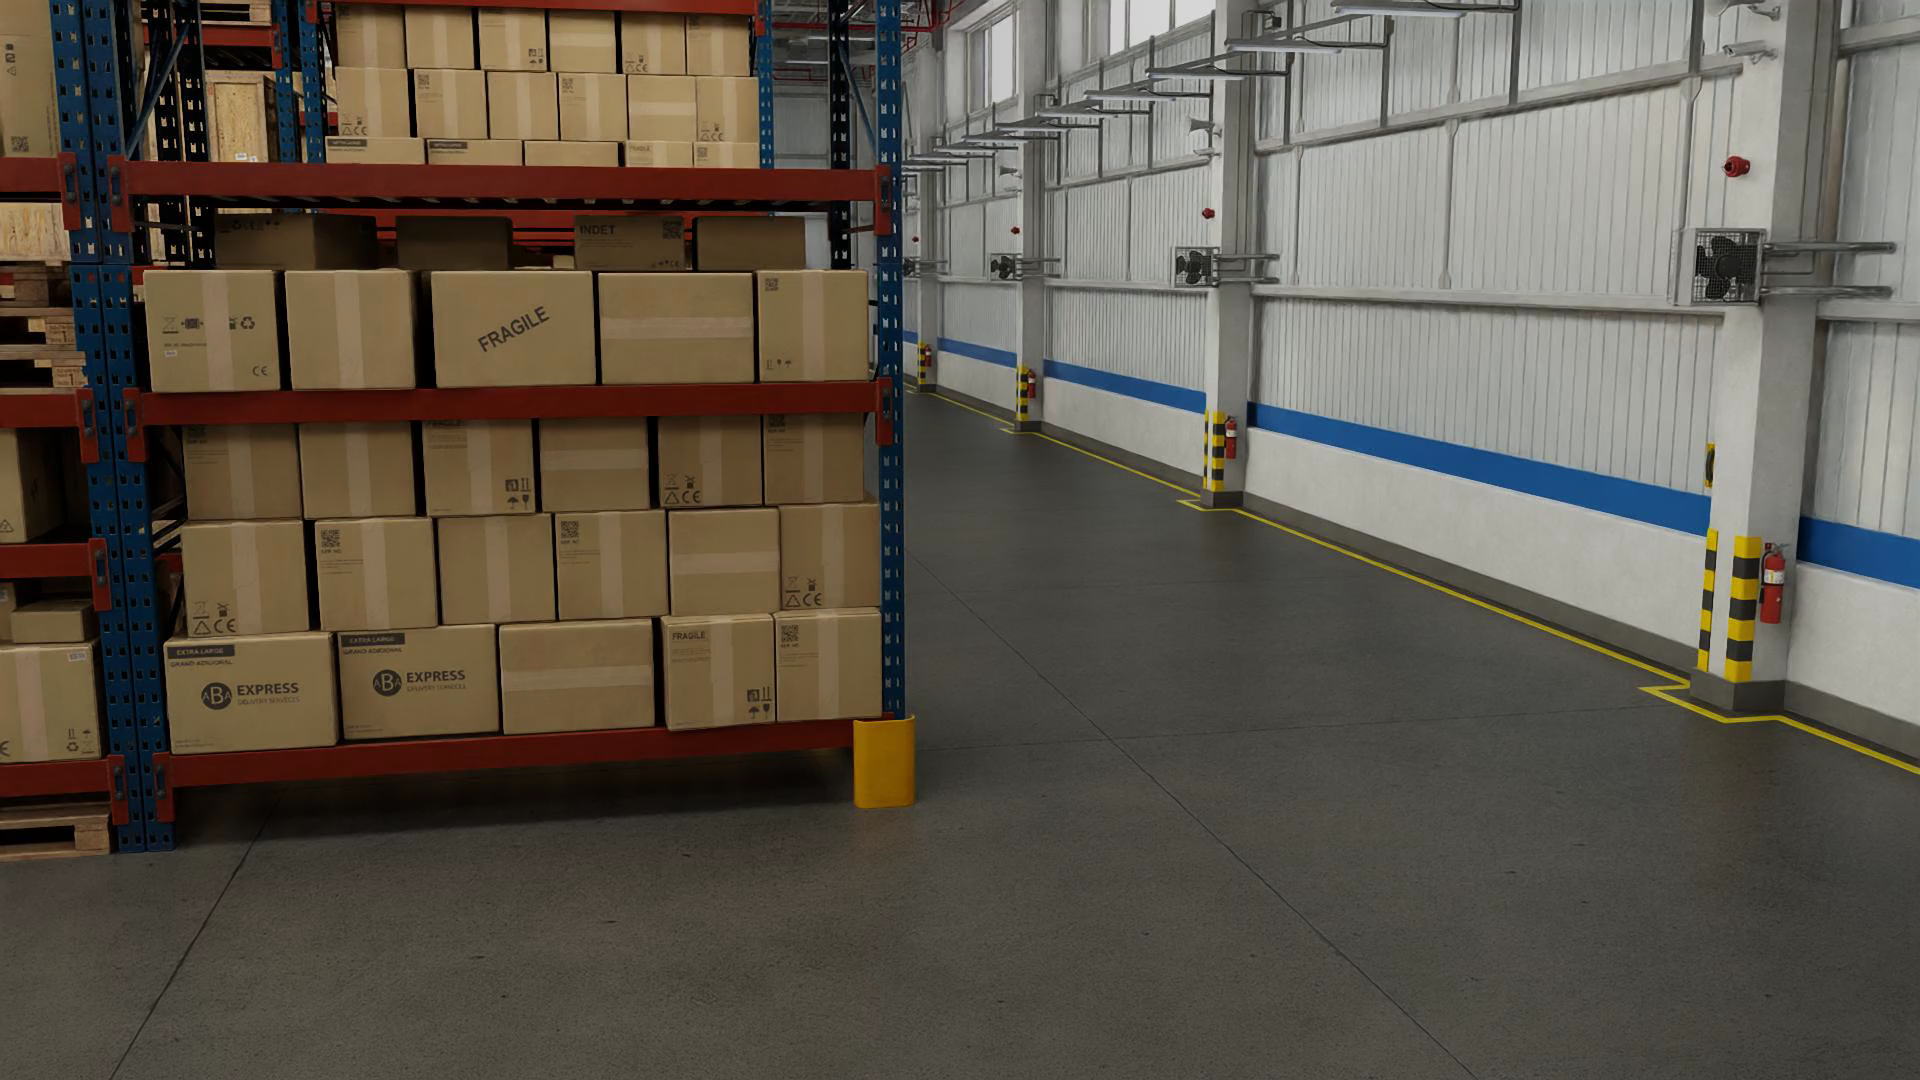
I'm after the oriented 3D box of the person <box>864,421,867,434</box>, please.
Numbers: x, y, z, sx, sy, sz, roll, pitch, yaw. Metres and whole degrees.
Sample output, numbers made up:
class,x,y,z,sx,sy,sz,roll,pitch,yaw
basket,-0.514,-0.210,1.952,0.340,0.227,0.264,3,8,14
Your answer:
class,x,y,z,sx,sy,sz,roll,pitch,yaw
person,-1.561,-1.562,22.319,0.645,1.886,0.991,-1,9,-8
